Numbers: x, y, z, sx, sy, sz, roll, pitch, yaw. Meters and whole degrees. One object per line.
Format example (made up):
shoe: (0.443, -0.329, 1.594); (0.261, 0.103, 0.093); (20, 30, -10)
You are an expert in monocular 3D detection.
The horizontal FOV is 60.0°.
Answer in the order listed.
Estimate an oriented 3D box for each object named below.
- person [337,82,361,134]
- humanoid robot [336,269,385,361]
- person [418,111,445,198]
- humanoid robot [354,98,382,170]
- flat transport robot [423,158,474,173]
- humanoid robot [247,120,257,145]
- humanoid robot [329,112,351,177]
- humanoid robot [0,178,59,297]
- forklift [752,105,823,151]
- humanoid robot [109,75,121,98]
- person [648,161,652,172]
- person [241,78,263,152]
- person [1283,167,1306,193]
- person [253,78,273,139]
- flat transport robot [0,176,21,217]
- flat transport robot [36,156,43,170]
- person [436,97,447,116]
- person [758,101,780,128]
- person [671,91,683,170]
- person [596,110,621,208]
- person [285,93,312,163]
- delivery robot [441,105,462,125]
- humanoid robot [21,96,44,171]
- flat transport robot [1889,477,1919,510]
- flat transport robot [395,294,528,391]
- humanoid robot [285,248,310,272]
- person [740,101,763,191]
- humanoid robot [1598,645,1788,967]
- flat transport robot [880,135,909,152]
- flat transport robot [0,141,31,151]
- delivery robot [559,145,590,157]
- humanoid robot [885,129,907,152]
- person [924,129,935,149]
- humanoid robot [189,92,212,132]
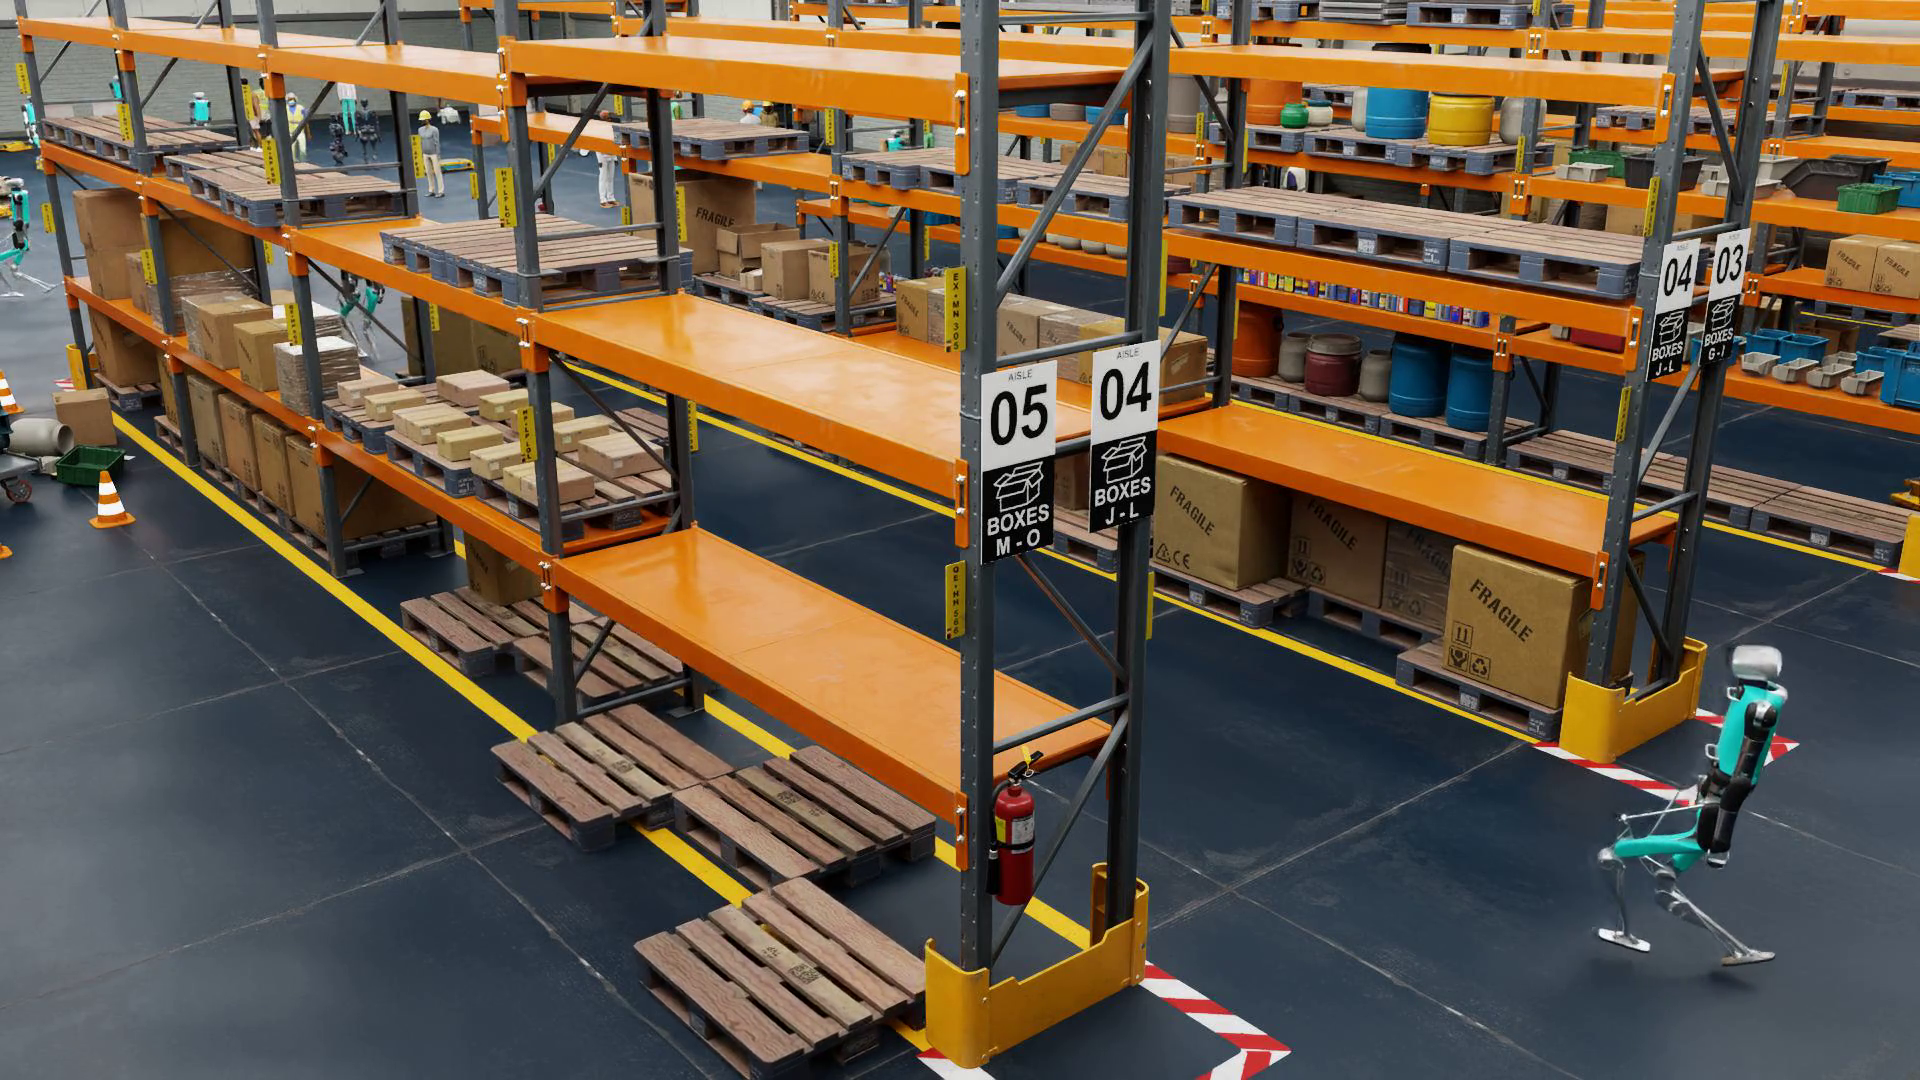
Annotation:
person: (-17.153, -12.345, 46.595); (0.488, 1.913, 0.371); (1, 19, 2)
humanoid robot: (-7.412, -3.063, 20.499); (0.537, 1.808, 0.767); (-16, 25, -38)
person: (-10.959, -7.972, 34.380); (0.516, 1.756, 0.338); (8, 21, 21)
humanoid robot: (-13.795, -9.453, 38.742); (0.589, 1.647, 0.564); (-9, 21, -23)
flat transport robot: (-11.955, -8.699, 38.693); (0.659, 0.231, 1.431); (16, 25, 39)
humanoid robot: (-16.619, -9.355, 38.502); (0.683, 1.646, 0.583); (2, 19, 7)
humanoid robot: (-13.187, -8.297, 35.471); (0.740, 1.634, 0.601); (-2, 19, -5)
humanoid robot: (-13.649, -4.315, 23.964); (0.969, 1.732, 0.544); (-7, 21, -20)
forklift: (-4.526, -11.368, 42.374); (1.129, 2.768, 1.873); (-15, 24, -37)
humanoid robot: (-22.659, -11.779, 45.312); (0.554, 1.763, 1.043); (1, 19, 3)
person: (-5.141, -6.024, 28.544); (0.371, 1.958, 0.596); (2, 19, 5)
person: (-18.055, -10.797, 42.296); (0.794, 1.842, 0.413); (8, 21, 21)
person: (5.443, -5.479, 27.148); (0.390, 1.847, 0.562); (9, 21, 25)
person: (-18.815, -11.604, 44.835); (0.588, 1.677, 0.568); (2, 19, 5)
flat transport robot: (-18.872, -6.370, 32.064); (1.431, 0.231, 0.659); (10, 22, 26)
flat transport robot: (-21.488, -8.939, 39.375); (0.659, 0.231, 1.431); (-10, 21, -25)
person: (-16.157, -14.119, 51.696); (0.511, 1.876, 0.379); (10, 22, 26)
person: (-4.292, -9.035, 37.394); (0.547, 1.759, 0.402); (-3, 20, -7)
person: (-6.505, -9.391, 38.111); (0.385, 1.972, 0.479); (-7, 20, -18)
person: (-7.002, -7.560, 33.020); (0.355, 1.883, 0.573); (9, 21, 24)
person: (-14.977, -9.120, 37.487); (0.687, 1.862, 0.516); (-6, 20, -16)
delivery robot: (-15.143, -12.606, 49.357); (0.499, 0.579, 0.753); (-12, 23, -31)
humanoid robot: (-20.887, -9.143, 37.814); (0.536, 1.806, 0.840); (-15, 24, -36)
flat transport robot: (9.269, -0.405, 15.089); (1.431, 0.231, 0.659); (-6, 20, -17)
flat transport robot: (-5.422, -1.573, 18.414); (0.659, 0.231, 1.431); (-18, 26, -41)
humanoid robot: (-10.501, -5.036, 26.151); (0.587, 1.642, 0.548); (1, 19, 2)
person: (-4.424, -8.326, 35.200); (0.575, 1.888, 0.390); (-13, 23, -32)
humanoid robot: (3.473, 1.309, 8.032); (1.038, 1.735, 0.548); (7, 21, 20)
flat transport robot: (-1.327, -8.147, 37.123); (0.659, 0.231, 1.431); (-8, 21, -21)
flat transport robot: (-24.745, -10.119, 42.735); (1.431, 0.231, 0.659); (2, 19, 7)
delivery robot: (-9.621, -9.844, 41.548); (0.784, 0.613, 0.499); (-6, 20, -16)
humanoid robot: (-0.922, -6.866, 31.272); (0.965, 1.762, 0.541); (-17, 26, -40)
person: (-0.686, -7.513, 33.122); (0.478, 1.729, 0.317); (13, 23, 33)
humanoid robot: (-17.937, -9.644, 39.160); (0.975, 1.736, 0.543); (12, 23, 31)
